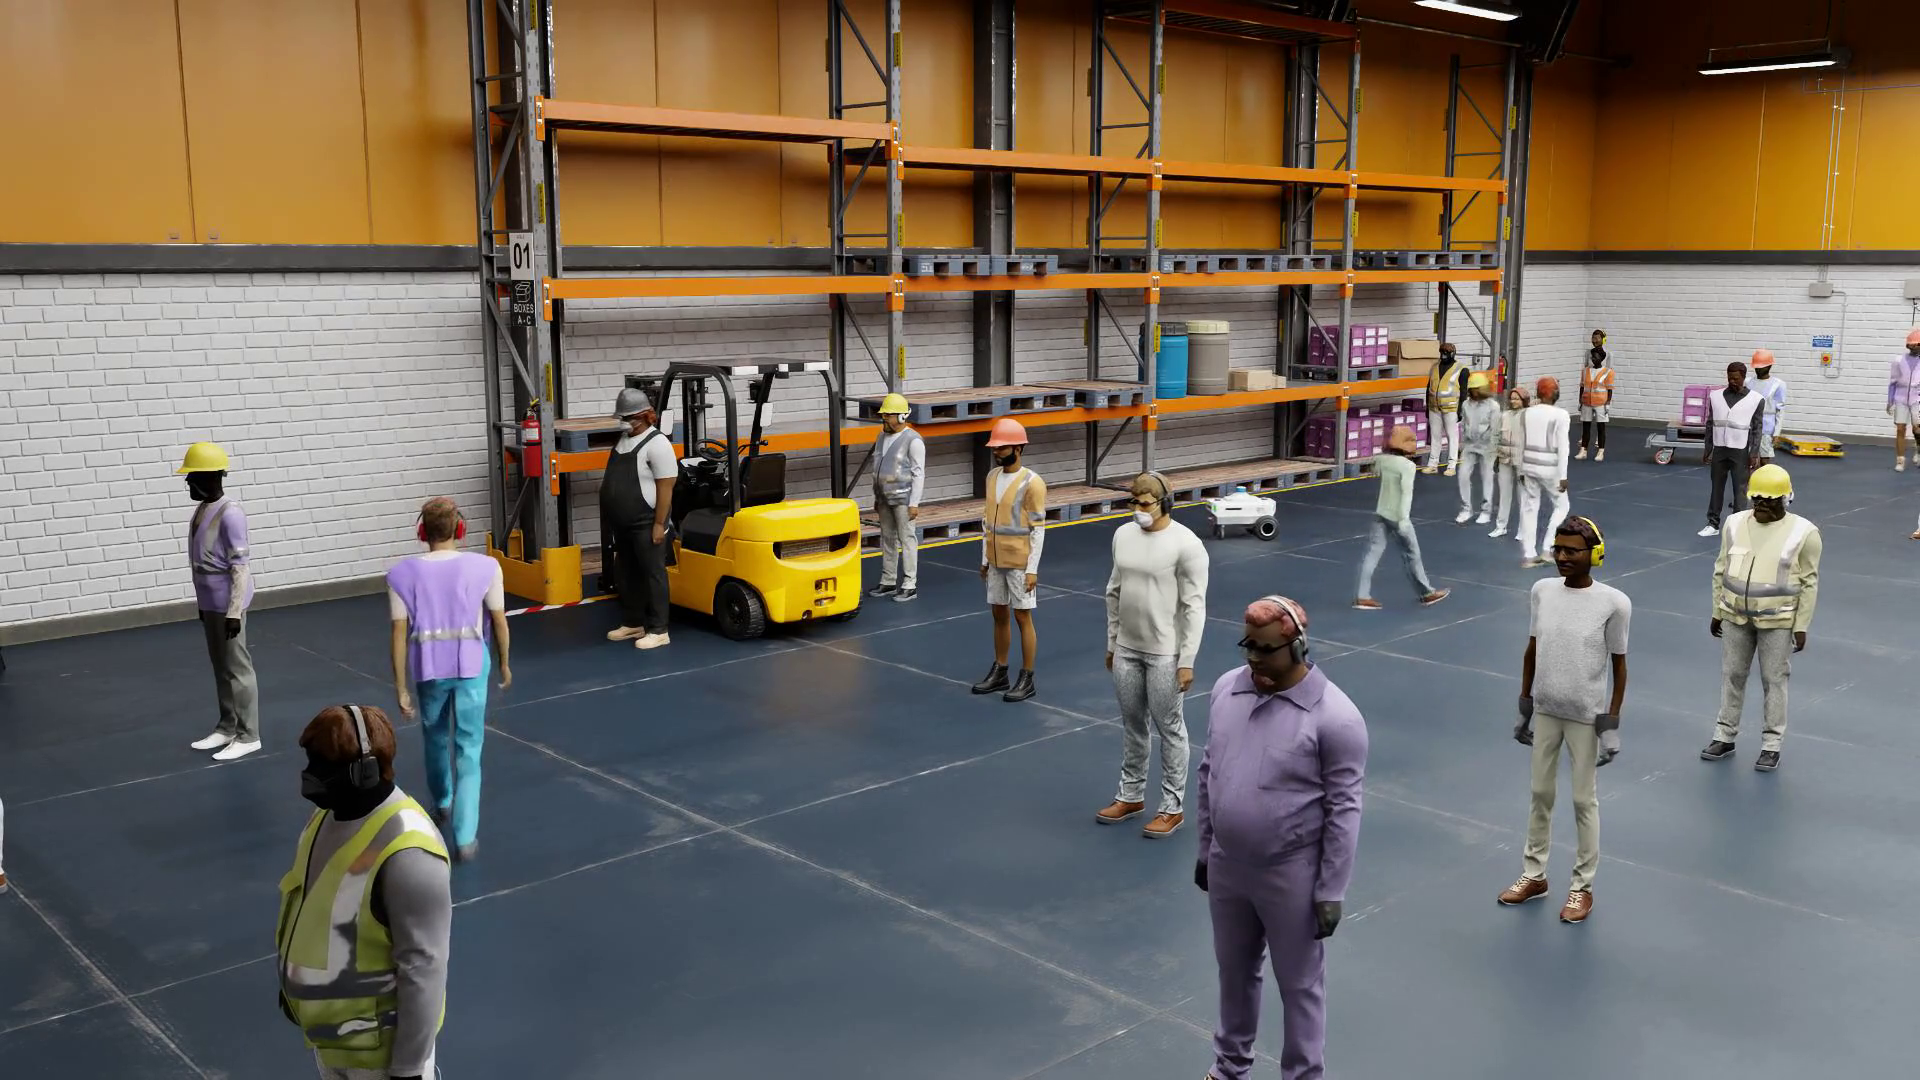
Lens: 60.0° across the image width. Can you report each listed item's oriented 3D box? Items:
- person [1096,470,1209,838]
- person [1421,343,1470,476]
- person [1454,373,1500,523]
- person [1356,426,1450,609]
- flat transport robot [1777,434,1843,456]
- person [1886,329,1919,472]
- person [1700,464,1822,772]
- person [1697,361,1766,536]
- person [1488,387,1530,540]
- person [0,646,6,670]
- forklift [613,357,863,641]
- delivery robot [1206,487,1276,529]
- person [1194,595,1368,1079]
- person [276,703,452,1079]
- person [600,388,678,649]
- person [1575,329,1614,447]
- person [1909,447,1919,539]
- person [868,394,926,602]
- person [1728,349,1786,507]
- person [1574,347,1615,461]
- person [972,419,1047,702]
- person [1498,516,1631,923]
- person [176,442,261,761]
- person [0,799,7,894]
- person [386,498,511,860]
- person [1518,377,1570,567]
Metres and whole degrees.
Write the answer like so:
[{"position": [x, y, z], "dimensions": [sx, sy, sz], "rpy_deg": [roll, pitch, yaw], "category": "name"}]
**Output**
[{"position": [1.005, 0.589, 8.745], "dimensions": [0.373, 1.935, 0.628], "rpy_deg": [-9, 13, -42], "category": "person"}, {"position": [6.723, -1.813, 23.076], "dimensions": [0.429, 1.844, 0.623], "rpy_deg": [-9, 13, -42], "category": "person"}, {"position": [5.860, -1.031, 18.854], "dimensions": [0.513, 1.720, 0.569], "rpy_deg": [9, 13, 42], "category": "person"}, {"position": [3.804, -0.193, 14.318], "dimensions": [0.886, 1.575, 0.523], "rpy_deg": [-3, 10, -19], "category": "person"}, {"position": [13.105, -1.472, 25.669], "dimensions": [0.652, 0.197, 1.431], "rpy_deg": [2, 10, 14], "category": "flat transport robot"}, {"position": [13.458, -1.974, 23.506], "dimensions": [0.605, 2.019, 0.613], "rpy_deg": [8, 13, 40], "category": "person"}, {"position": [4.740, 0.452, 9.871], "dimensions": [0.403, 1.823, 0.586], "rpy_deg": [-9, 13, -42], "category": "person"}, {"position": [8.310, -0.965, 17.904], "dimensions": [0.393, 1.915, 0.589], "rpy_deg": [-9, 13, -42], "category": "person"}, {"position": [5.964, -0.821, 17.857], "dimensions": [0.308, 1.641, 0.511], "rpy_deg": [-9, 13, -42], "category": "person"}, {"position": [-7.230, 0.020, 12.089], "dimensions": [0.368, 1.929, 0.542], "rpy_deg": [-9, 13, -42], "category": "person"}, {"position": [-1.847, -0.414, 13.852], "dimensions": [1.214, 2.155, 2.313], "rpy_deg": [-9, 13, -42], "category": "forklift"}, {"position": [3.016, -0.330, 17.881], "dimensions": [0.707, 0.478, 0.477], "rpy_deg": [-1, 10, -6], "category": "delivery robot"}, {"position": [1.050, 1.124, 5.710], "dimensions": [0.409, 1.903, 0.639], "rpy_deg": [-9, 13, -42], "category": "person"}, {"position": [-1.632, 1.348, 4.575], "dimensions": [0.429, 1.844, 0.623], "rpy_deg": [-9, 13, -42], "category": "person"}, {"position": [-2.528, -0.181, 12.939], "dimensions": [0.537, 2.000, 0.678], "rpy_deg": [-9, 13, -42], "category": "person"}, {"position": [10.144, -2.422, 26.559], "dimensions": [0.329, 1.872, 0.510], "rpy_deg": [-9, 13, -42], "category": "person"}, {"position": [10.468, -0.906, 17.706], "dimensions": [0.329, 1.865, 0.510], "rpy_deg": [-9, 13, -42], "category": "person"}, {"position": [-0.573, -0.378, 14.701], "dimensions": [0.403, 1.833, 0.586], "rpy_deg": [-9, 13, -42], "category": "person"}, {"position": [9.553, -1.317, 19.920], "dimensions": [0.368, 1.929, 0.542], "rpy_deg": [-9, 13, -42], "category": "person"}, {"position": [9.430, -2.019, 24.708], "dimensions": [0.319, 1.696, 0.532], "rpy_deg": [-9, 13, -42], "category": "person"}, {"position": [0.334, 0.136, 11.384], "dimensions": [0.358, 1.938, 0.542], "rpy_deg": [-9, 13, -42], "category": "person"}, {"position": [2.782, 0.810, 7.635], "dimensions": [0.329, 1.872, 0.510], "rpy_deg": [-9, 13, -42], "category": "person"}, {"position": [-4.486, 0.365, 10.075], "dimensions": [0.367, 1.927, 0.584], "rpy_deg": [-9, 13, -42], "category": "person"}, {"position": [-4.763, 0.746, 7.824], "dimensions": [0.373, 1.935, 0.628], "rpy_deg": [-9, 13, -42], "category": "person"}, {"position": [-2.633, 0.678, 8.634], "dimensions": [0.574, 1.794, 0.967], "rpy_deg": [-2, 10, -11], "category": "person"}, {"position": [5.727, -0.662, 16.249], "dimensions": [0.562, 1.865, 0.623], "rpy_deg": [-7, 12, -35], "category": "person"}]
